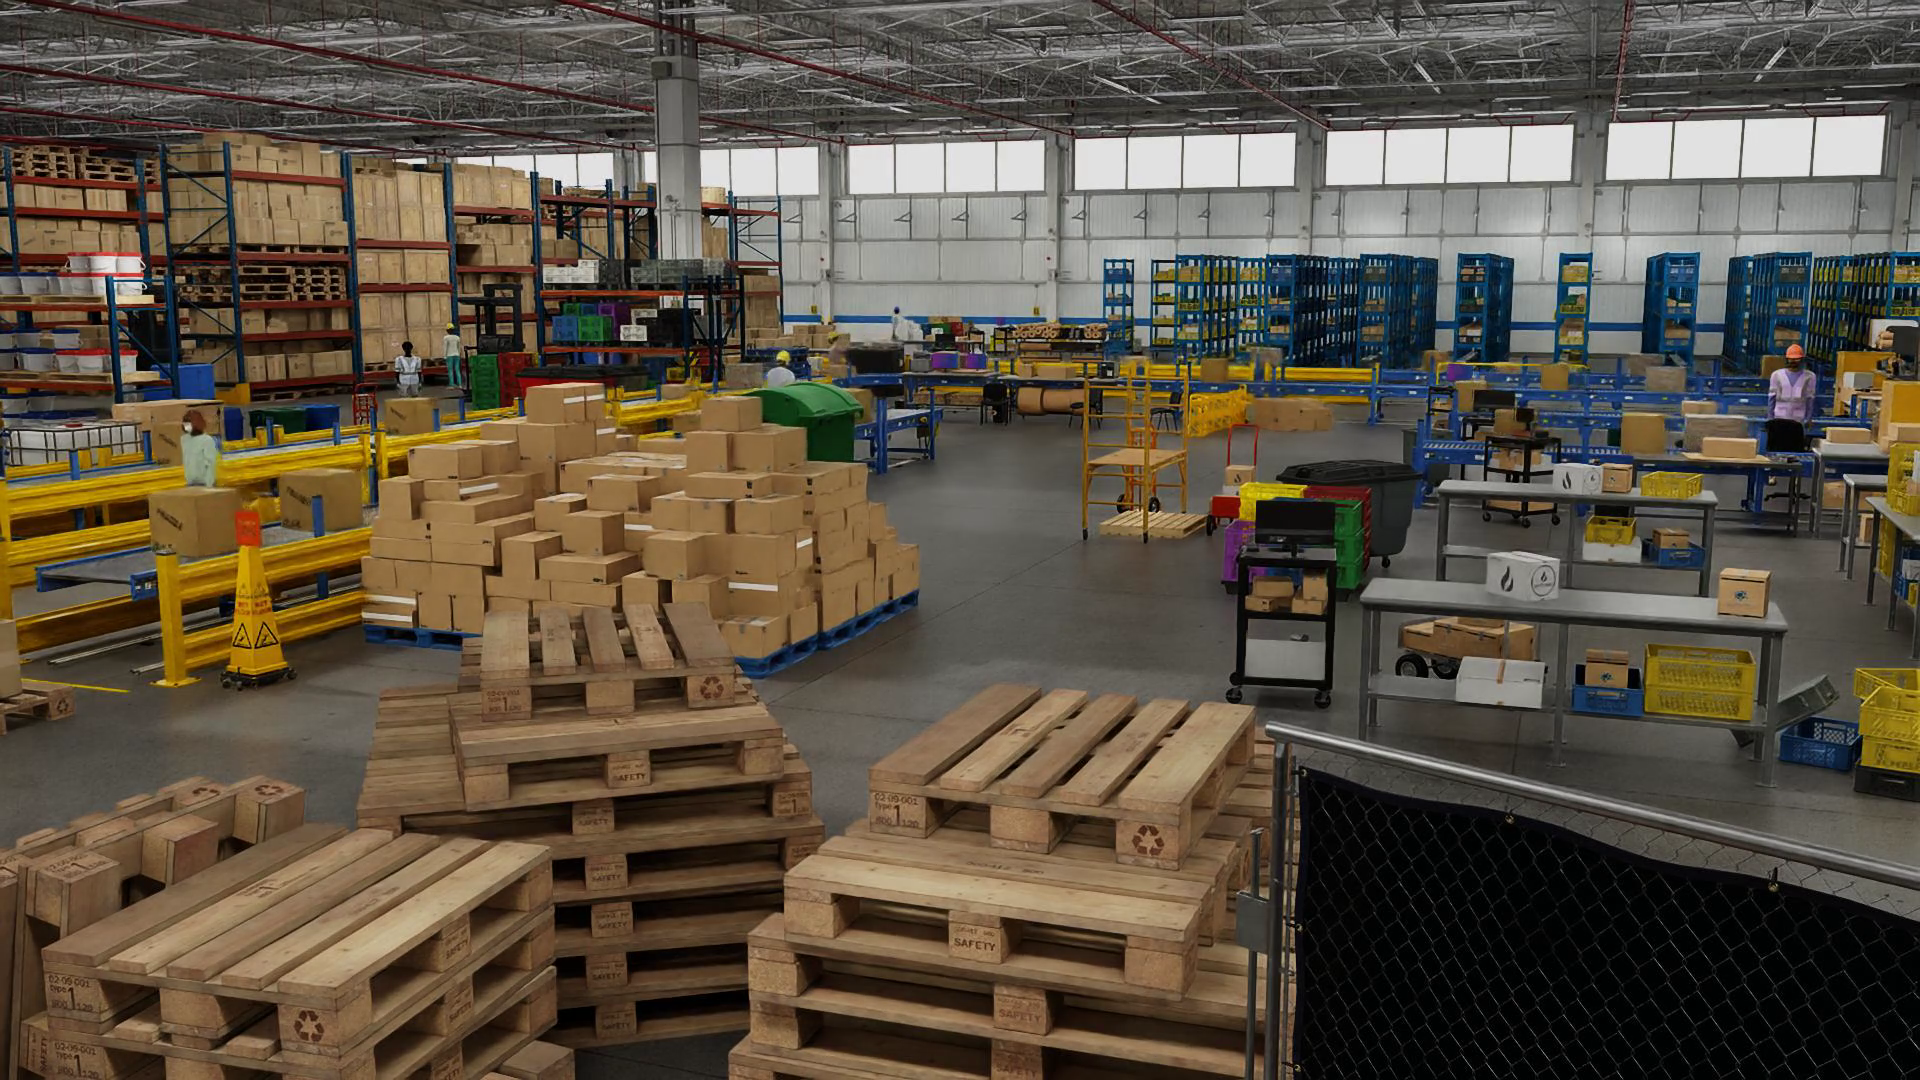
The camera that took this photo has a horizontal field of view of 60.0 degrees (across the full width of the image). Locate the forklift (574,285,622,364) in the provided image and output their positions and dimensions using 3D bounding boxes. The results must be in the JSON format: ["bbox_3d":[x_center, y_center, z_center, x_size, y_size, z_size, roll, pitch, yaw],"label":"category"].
[{"bbox_3d":[-10.426,-6.193,48.973,1.129,2.768,1.873,6,11,35],"label":"forklift"}]

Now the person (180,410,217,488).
[{"bbox_3d":[-8.241,-0.620,18.020,0.519,1.581,0.877,4,10,21],"label":"person"}]

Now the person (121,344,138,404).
[{"bbox_3d":[-17.212,-3.240,34.352,0.527,1.620,0.512,4,10,25],"label":"person"}]

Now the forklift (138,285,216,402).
[{"bbox_3d":[-17.480,-4.200,36.461,1.873,2.768,1.129,3,10,19],"label":"forklift"}]

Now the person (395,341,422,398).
[{"bbox_3d":[-11.176,-3.175,33.729,0.534,1.697,0.318,-5,11,-30],"label":"person"}]

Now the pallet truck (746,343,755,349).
[{"bbox_3d":[-6.183,-4.618,44.264,1.601,1.201,0.680,-9,12,-43],"label":"pallet truck"}]

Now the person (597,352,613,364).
[{"bbox_3d":[-7.983,-3.909,37.583,0.370,1.939,0.543,3,10,19],"label":"person"}]

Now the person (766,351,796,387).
[{"bbox_3d":[-2.902,-2.228,27.499,0.599,1.781,0.918,5,10,29],"label":"person"}]

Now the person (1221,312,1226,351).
[{"bbox_3d":[9.288,-7.196,58.550,0.404,1.834,0.592,-5,10,-28],"label":"person"}]

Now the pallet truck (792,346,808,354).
[{"bbox_3d":[-3.705,-4.298,42.022,0.653,1.274,1.630,3,10,20],"label":"pallet truck"}]

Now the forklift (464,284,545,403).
[{"bbox_3d":[-10.832,-4.702,39.610,1.129,2.768,1.873,3,10,20],"label":"forklift"}]

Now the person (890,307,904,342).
[{"bbox_3d":[-2.312,-7.511,60.371,1.021,1.878,0.629,8,12,41],"label":"person"}]

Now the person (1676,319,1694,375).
[{"bbox_3d":[21.366,-5.710,49.356,0.967,1.784,0.581,3,10,18],"label":"person"}]

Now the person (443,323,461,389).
[{"bbox_3d":[-13.532,-4.883,44.272,0.339,1.757,0.518,6,11,33],"label":"person"}]

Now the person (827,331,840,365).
[{"bbox_3d":[-2.903,-4.020,38.908,0.753,1.736,0.529,2,9,13],"label":"person"}]

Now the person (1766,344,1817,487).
[{"bbox_3d":[11.928,-1.782,23.894,0.605,2.045,0.383,4,10,26],"label":"person"}]
